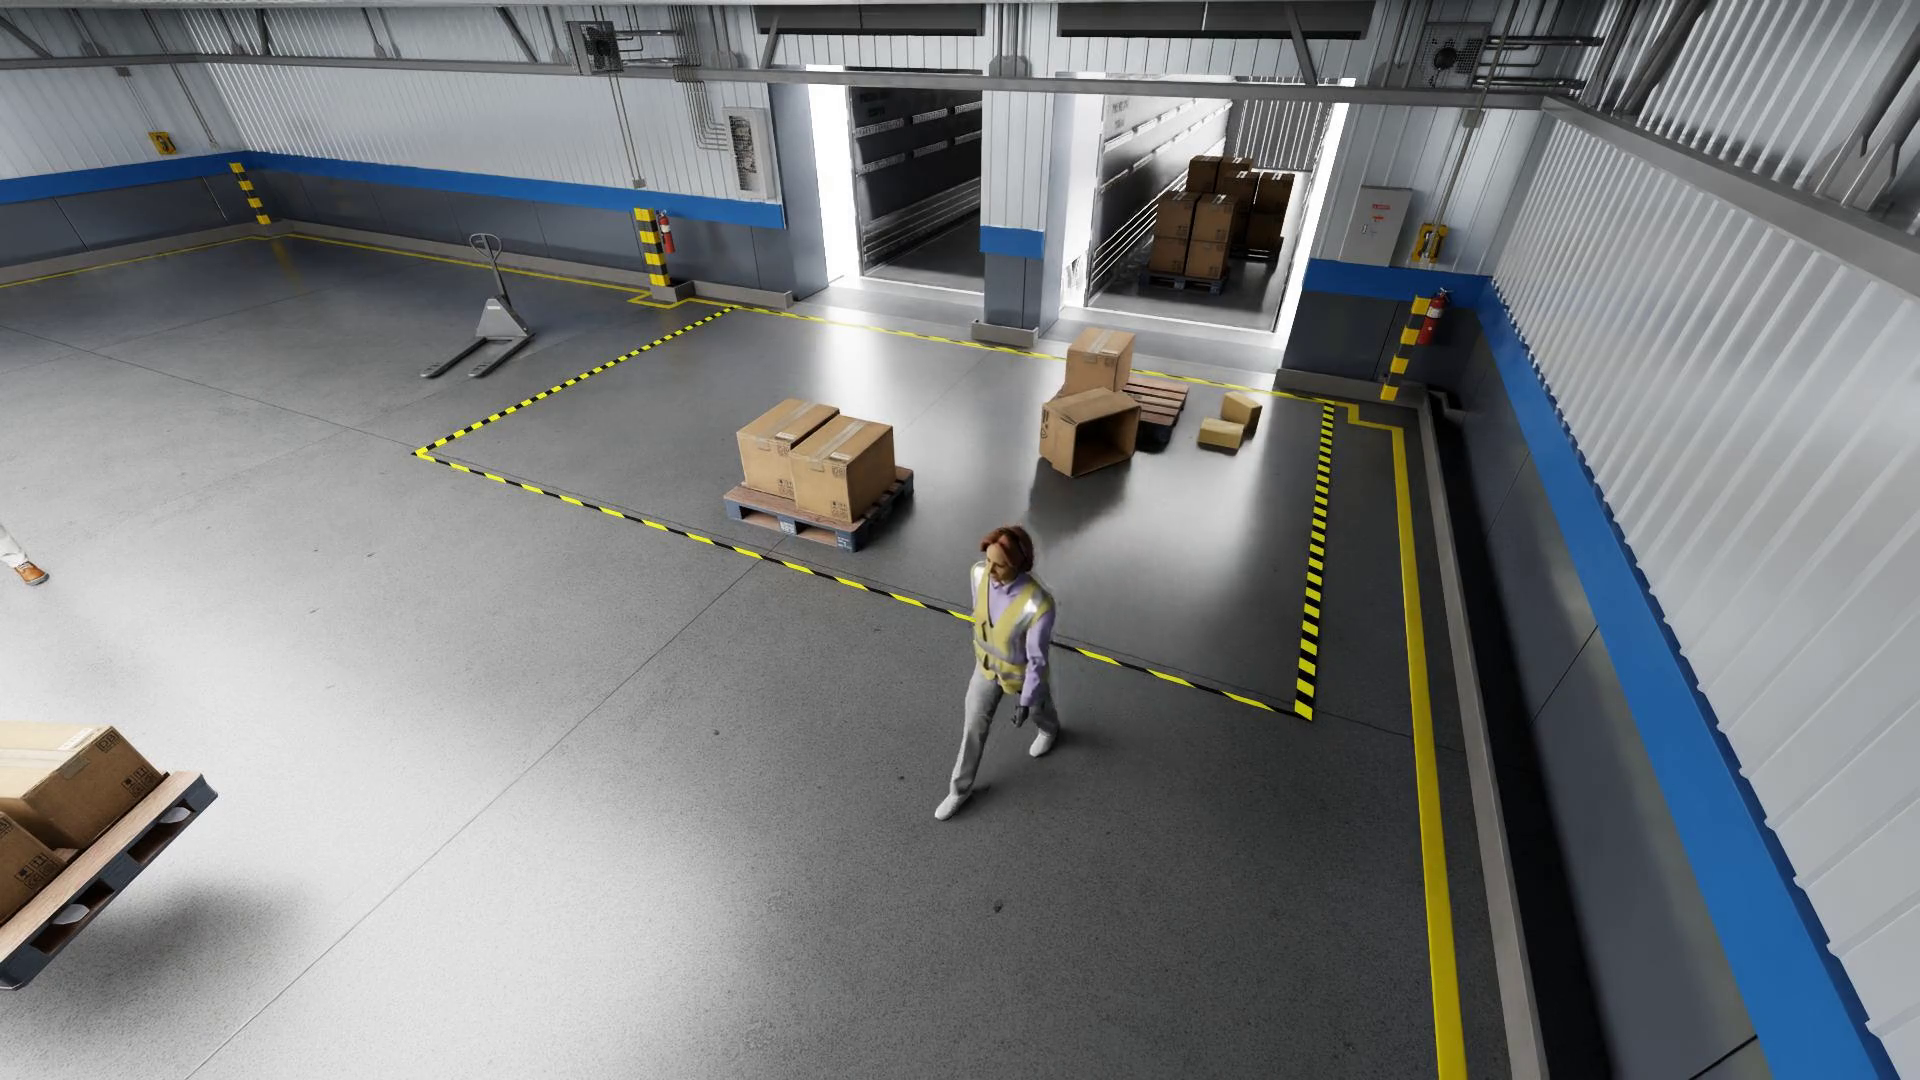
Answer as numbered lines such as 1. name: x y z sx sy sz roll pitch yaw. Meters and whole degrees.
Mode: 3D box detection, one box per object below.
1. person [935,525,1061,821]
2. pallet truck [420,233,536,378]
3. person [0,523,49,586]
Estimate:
1. person: 0.220 0.609 3.455 0.507 1.587 0.882 27 43 32
2. pallet truck: -5.664 -2.712 8.427 0.680 1.201 1.601 0 35 -1
3. person: -6.744 -0.449 4.639 0.403 1.946 0.608 24 42 29
